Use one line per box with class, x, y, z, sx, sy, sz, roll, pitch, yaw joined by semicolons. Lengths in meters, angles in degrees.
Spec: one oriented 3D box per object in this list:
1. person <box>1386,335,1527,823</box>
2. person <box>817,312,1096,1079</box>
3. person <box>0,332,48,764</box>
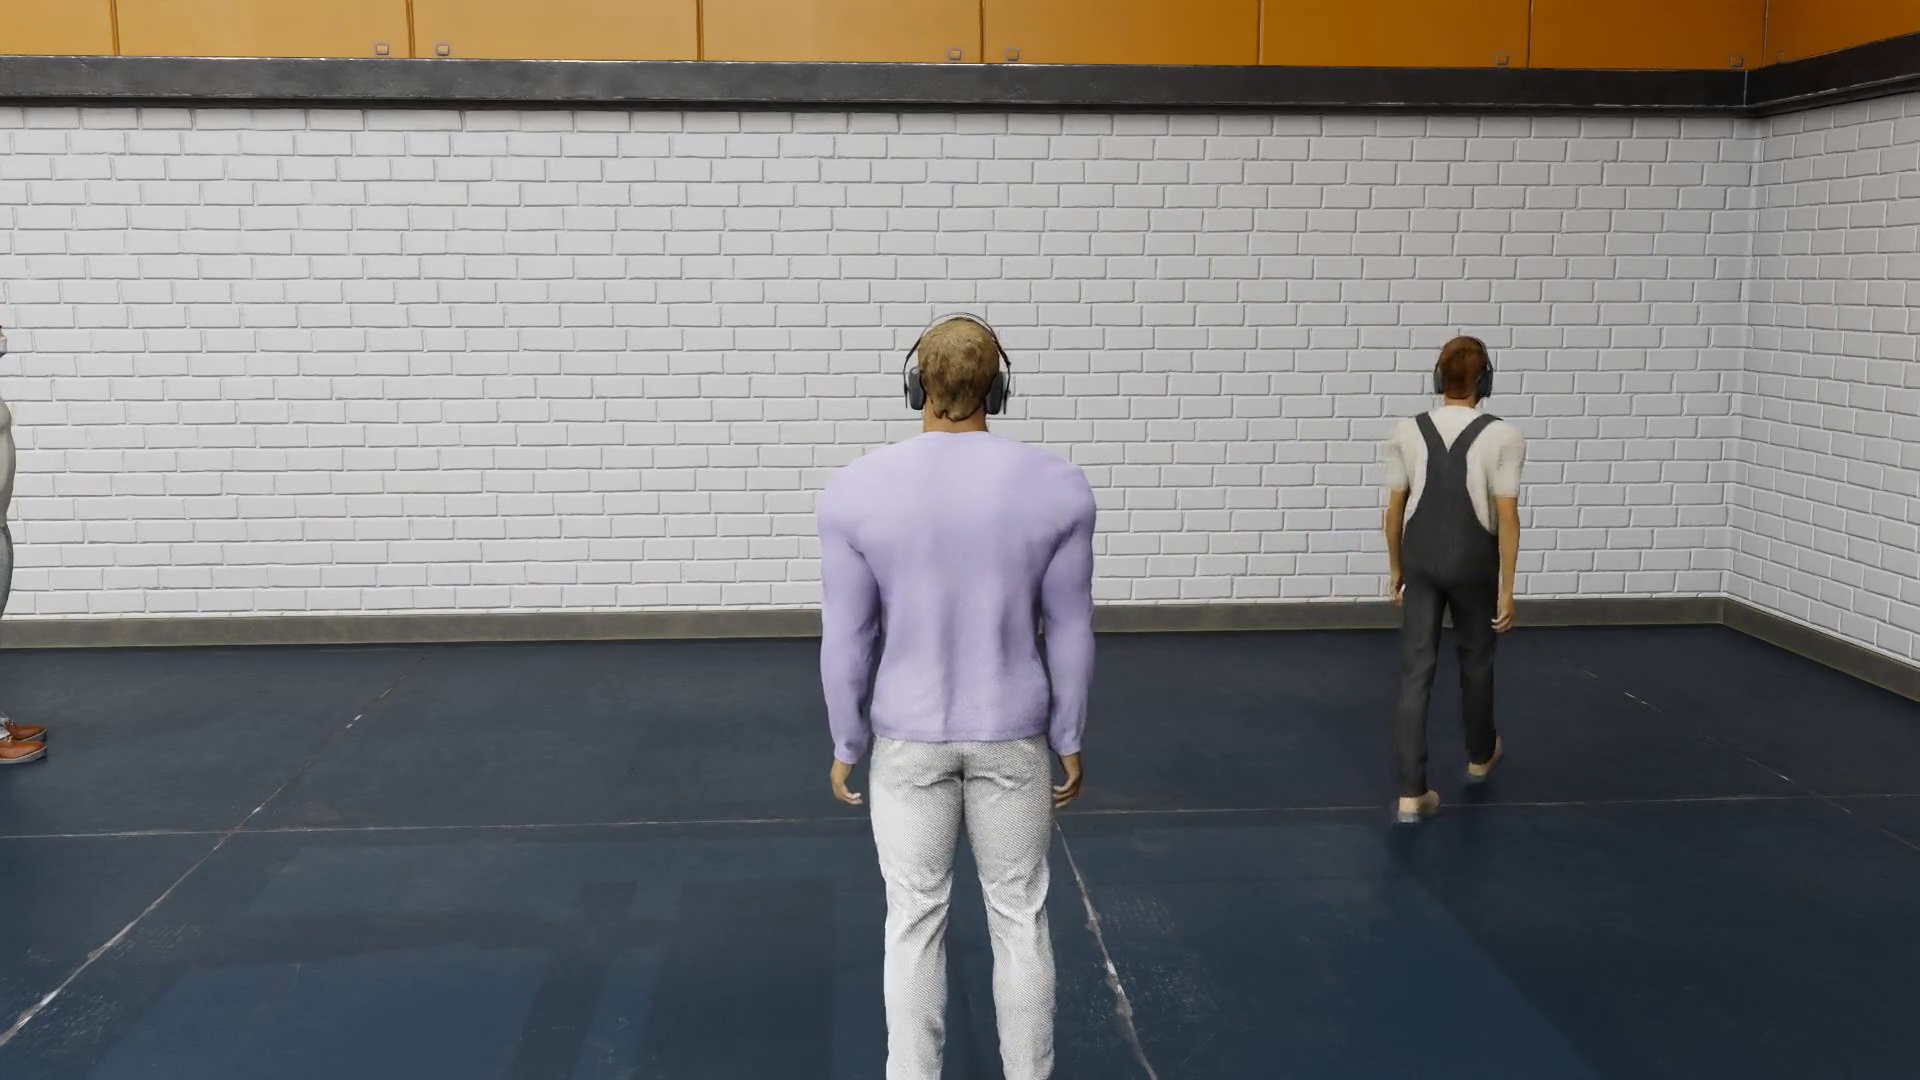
person;1.883;0.124;6.349;0.533;1.791;0.953;5;11;31
person;-0.006;0.455;3.818;0.629;1.940;0.377;0;9;-2
person;-4.088;-0.042;6.939;0.370;1.941;0.627;-4;10;-26
